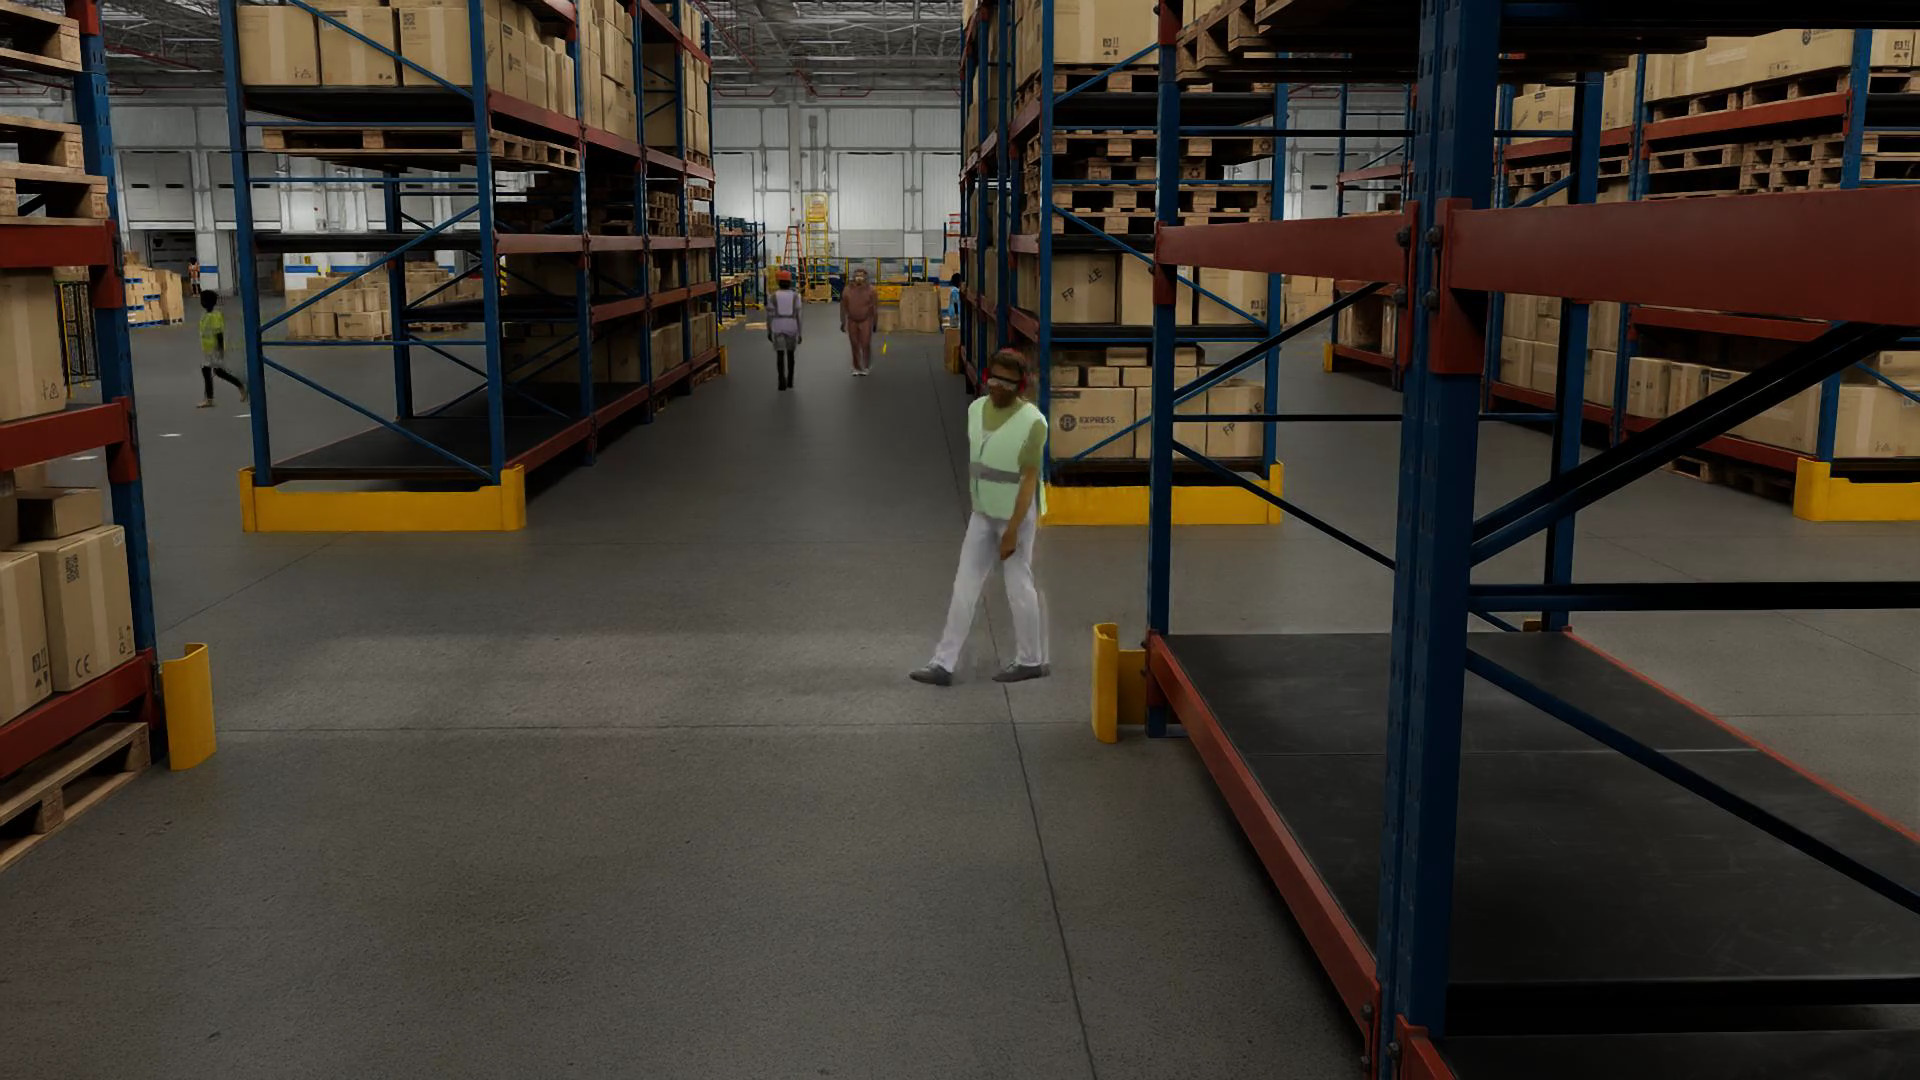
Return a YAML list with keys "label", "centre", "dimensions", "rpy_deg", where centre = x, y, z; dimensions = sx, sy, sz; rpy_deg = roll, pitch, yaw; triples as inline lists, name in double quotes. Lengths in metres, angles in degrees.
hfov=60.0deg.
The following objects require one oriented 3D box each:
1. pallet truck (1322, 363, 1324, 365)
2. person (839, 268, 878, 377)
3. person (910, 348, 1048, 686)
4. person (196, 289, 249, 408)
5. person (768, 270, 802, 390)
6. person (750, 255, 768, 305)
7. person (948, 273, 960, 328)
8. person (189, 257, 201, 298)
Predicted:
- label: "pallet truck"
  centre: [7.712, -4.157, 30.737]
  dimensions: [1.885, 1.965, 0.823]
  rpy_deg: [3, 11, 16]
- label: "person"
  centre: [-1.777, -3.769, 28.938]
  dimensions: [0.641, 1.873, 0.937]
  rpy_deg: [2, 10, 9]
- label: "person"
  centre: [0.145, -0.087, 8.609]
  dimensions: [0.881, 1.796, 0.611]
  rpy_deg: [-9, 13, -40]
- label: "person"
  centre: [-10.558, -2.728, 23.676]
  dimensions: [0.540, 1.678, 0.661]
  rpy_deg: [9, 14, 42]
- label: "person"
  centre: [-2.783, -3.350, 26.535]
  dimensions: [0.545, 1.906, 0.903]
  rpy_deg: [-2, 10, -11]
- label: "person"
  centre: [-7.559, -9.587, 61.425]
  dimensions: [0.962, 1.832, 0.587]
  rpy_deg: [-1, 10, -6]
- label: "person"
  centre: [-0.084, -4.689, 34.536]
  dimensions: [0.319, 1.695, 0.538]
  rpy_deg: [0, 10, -2]
- label: "person"
  centre: [-32.125, -11.018, 69.819]
  dimensions: [0.530, 1.689, 0.322]
  rpy_deg: [2, 10, 13]
